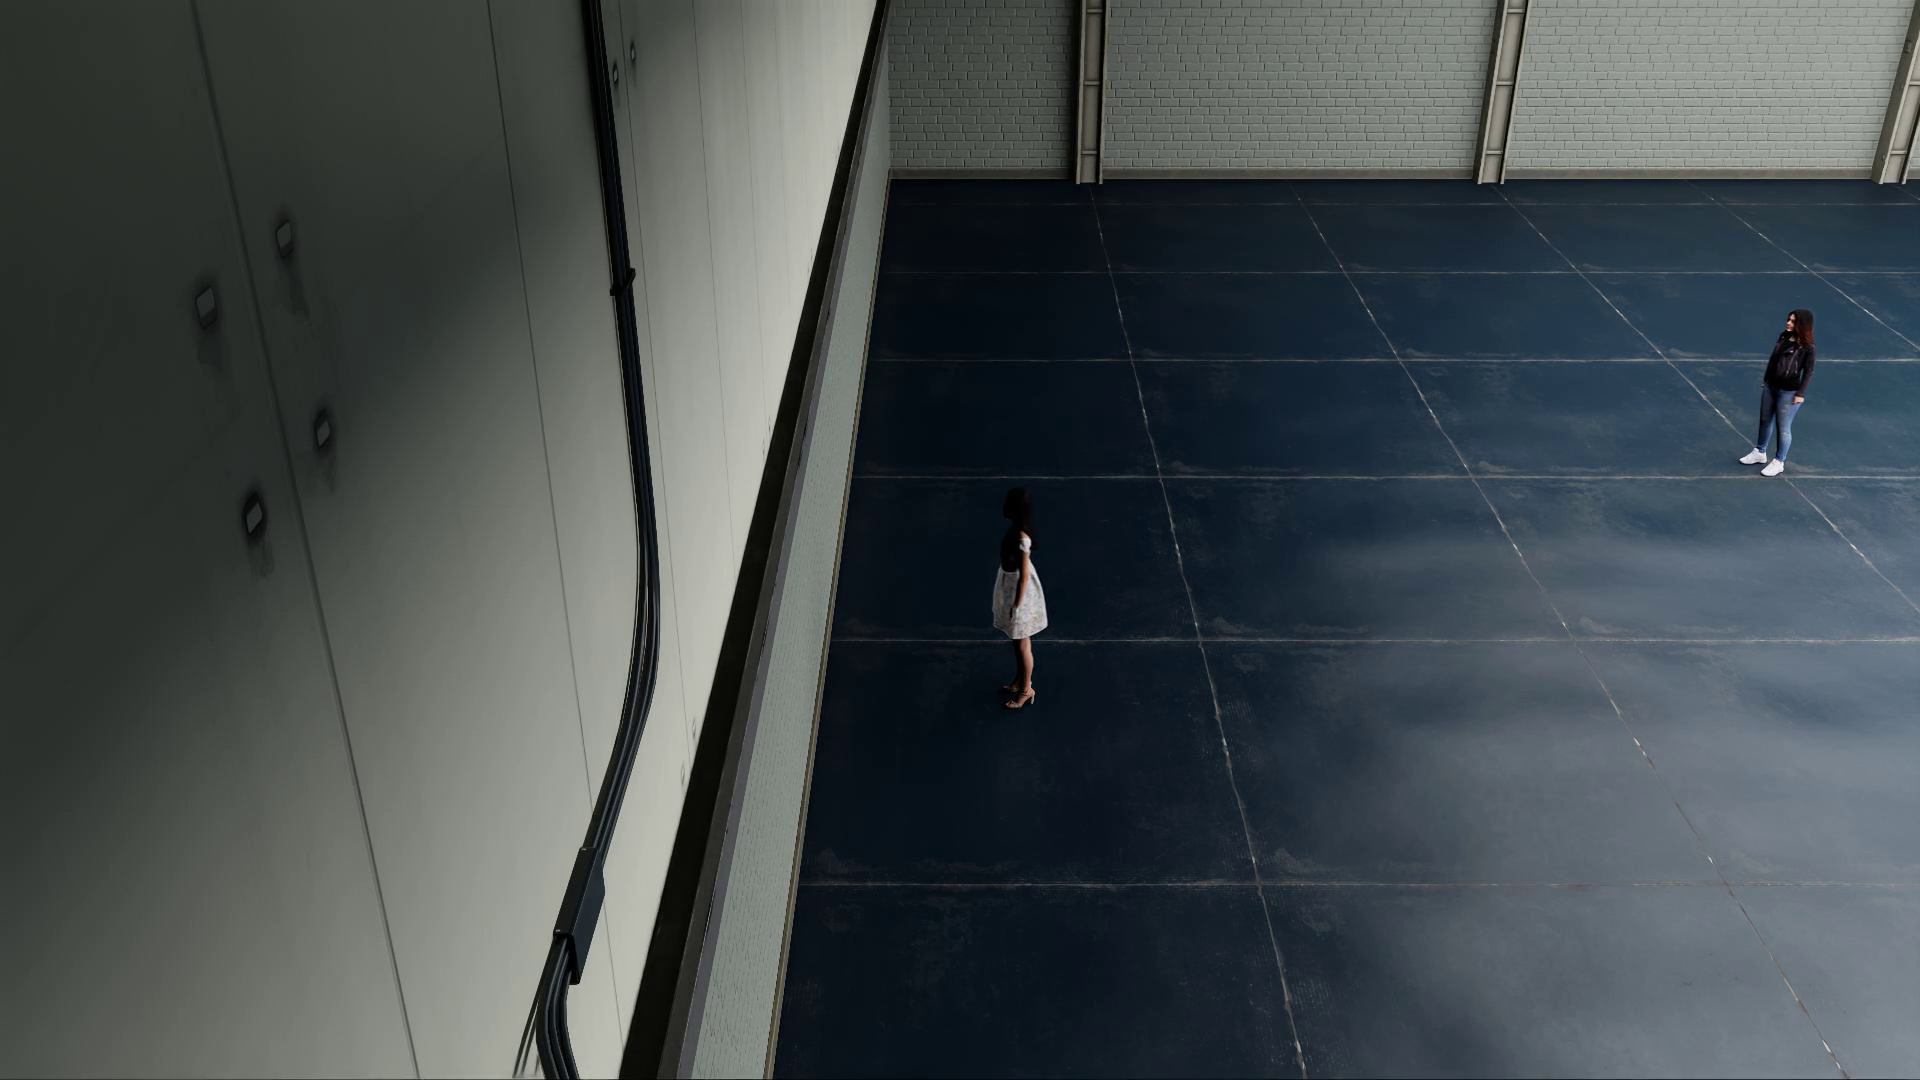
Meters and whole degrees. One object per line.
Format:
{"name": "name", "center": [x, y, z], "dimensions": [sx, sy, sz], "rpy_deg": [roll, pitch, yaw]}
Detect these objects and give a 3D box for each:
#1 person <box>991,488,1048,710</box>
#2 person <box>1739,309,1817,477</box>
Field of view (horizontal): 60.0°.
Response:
{"name": "person", "center": [0.421, 0.424, 12.162], "dimensions": [0.608, 1.774, 0.629], "rpy_deg": [0, 28, 0]}
{"name": "person", "center": [7.804, -1.416, 15.767], "dimensions": [0.665, 1.633, 0.710], "rpy_deg": [-9, 29, -16]}
